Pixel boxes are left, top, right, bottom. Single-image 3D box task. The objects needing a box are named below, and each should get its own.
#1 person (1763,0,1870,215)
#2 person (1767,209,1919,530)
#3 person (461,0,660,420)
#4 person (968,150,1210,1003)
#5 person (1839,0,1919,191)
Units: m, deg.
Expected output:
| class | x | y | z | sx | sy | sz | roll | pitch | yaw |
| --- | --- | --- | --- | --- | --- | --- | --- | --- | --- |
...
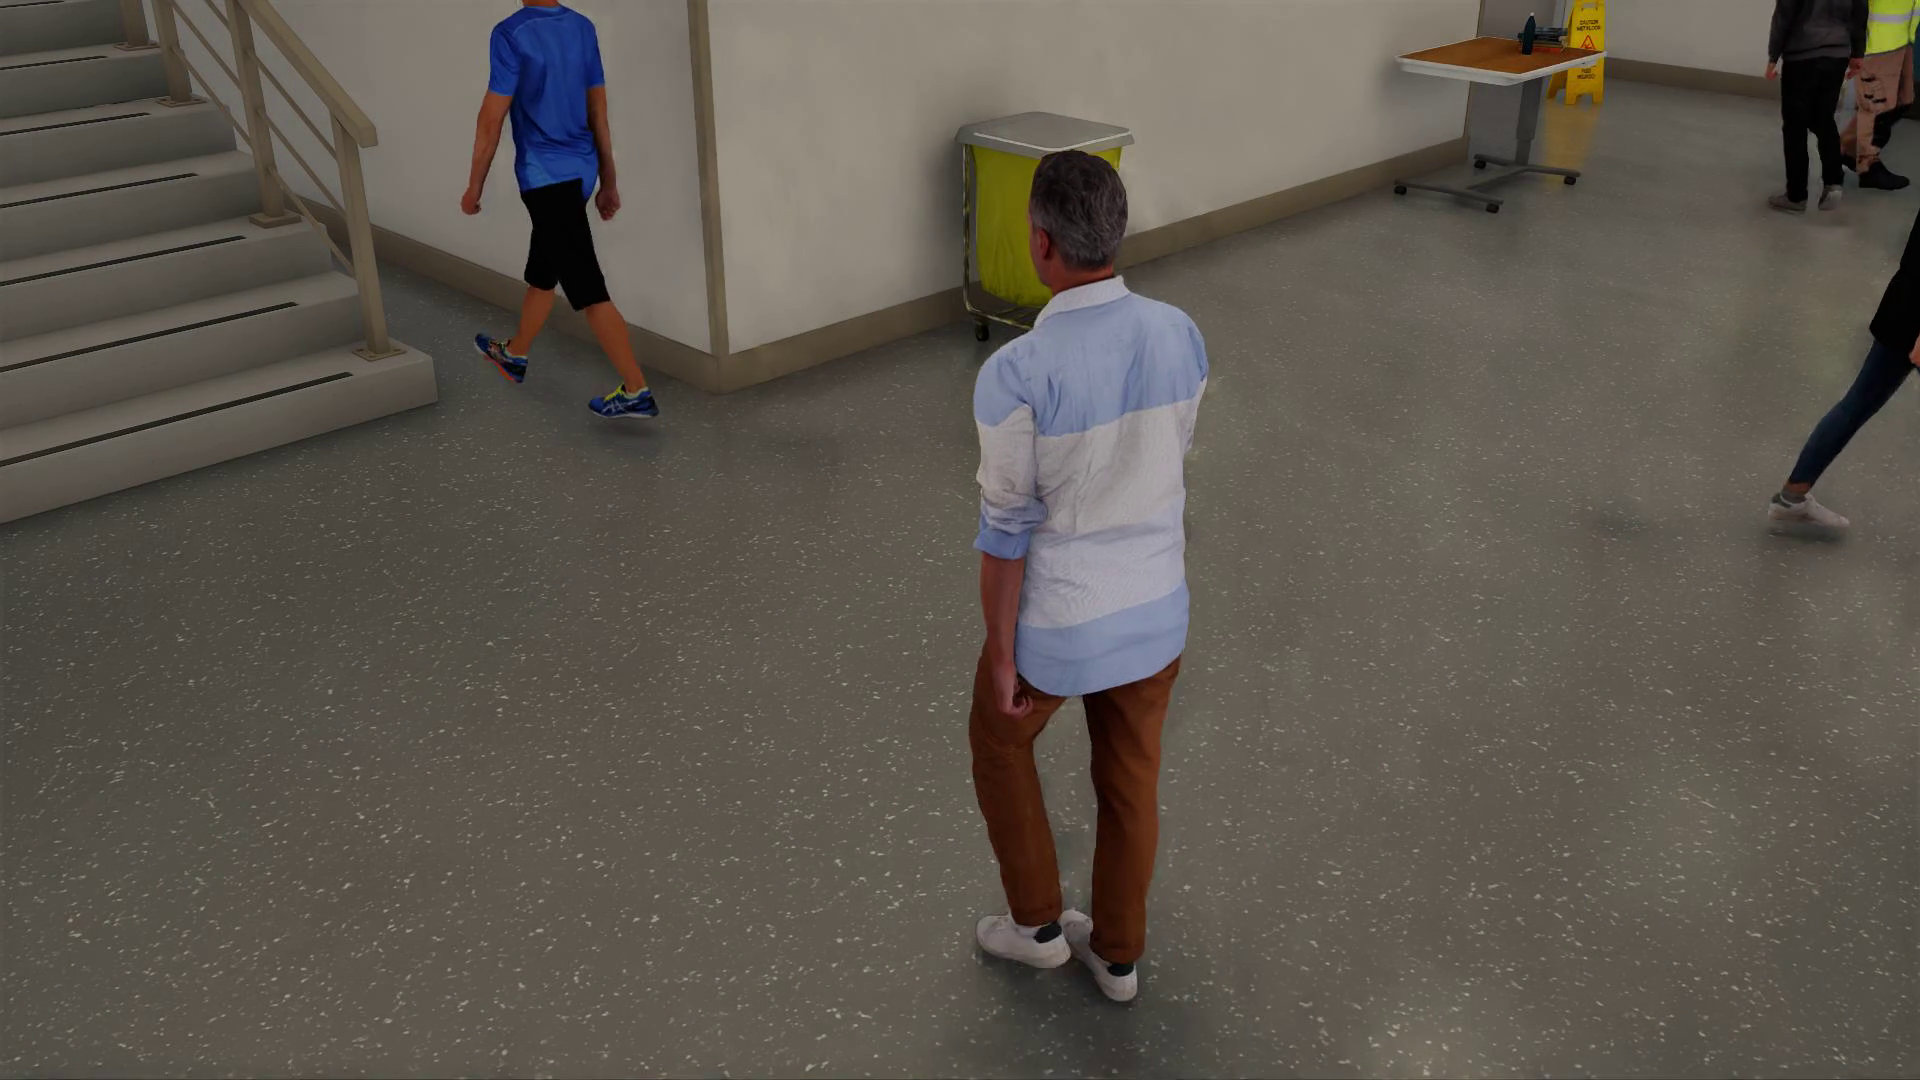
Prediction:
| class | x | y | z | sx | sy | sz | roll | pitch | yaw |
| --- | --- | --- | --- | --- | --- | --- | --- | --- | --- |
| person | 4.833 | -2.701 | 9.345 | 0.893 | 1.732 | 0.959 | 2 | 26 | 4 |
| person | 3.053 | -0.723 | 5.389 | 1.123 | 1.605 | 0.932 | 6 | 26 | 13 |
| person | -1.466 | -1.313 | 6.387 | 1.337 | 1.801 | 0.901 | 13 | 29 | 25 |
| person | 0.299 | 0.179 | 3.285 | 0.782 | 1.807 | 0.780 | -11 | 28 | -22 |
| person | 5.425 | -2.986 | 9.864 | 0.786 | 1.794 | 0.863 | -23 | 34 | -39 |
